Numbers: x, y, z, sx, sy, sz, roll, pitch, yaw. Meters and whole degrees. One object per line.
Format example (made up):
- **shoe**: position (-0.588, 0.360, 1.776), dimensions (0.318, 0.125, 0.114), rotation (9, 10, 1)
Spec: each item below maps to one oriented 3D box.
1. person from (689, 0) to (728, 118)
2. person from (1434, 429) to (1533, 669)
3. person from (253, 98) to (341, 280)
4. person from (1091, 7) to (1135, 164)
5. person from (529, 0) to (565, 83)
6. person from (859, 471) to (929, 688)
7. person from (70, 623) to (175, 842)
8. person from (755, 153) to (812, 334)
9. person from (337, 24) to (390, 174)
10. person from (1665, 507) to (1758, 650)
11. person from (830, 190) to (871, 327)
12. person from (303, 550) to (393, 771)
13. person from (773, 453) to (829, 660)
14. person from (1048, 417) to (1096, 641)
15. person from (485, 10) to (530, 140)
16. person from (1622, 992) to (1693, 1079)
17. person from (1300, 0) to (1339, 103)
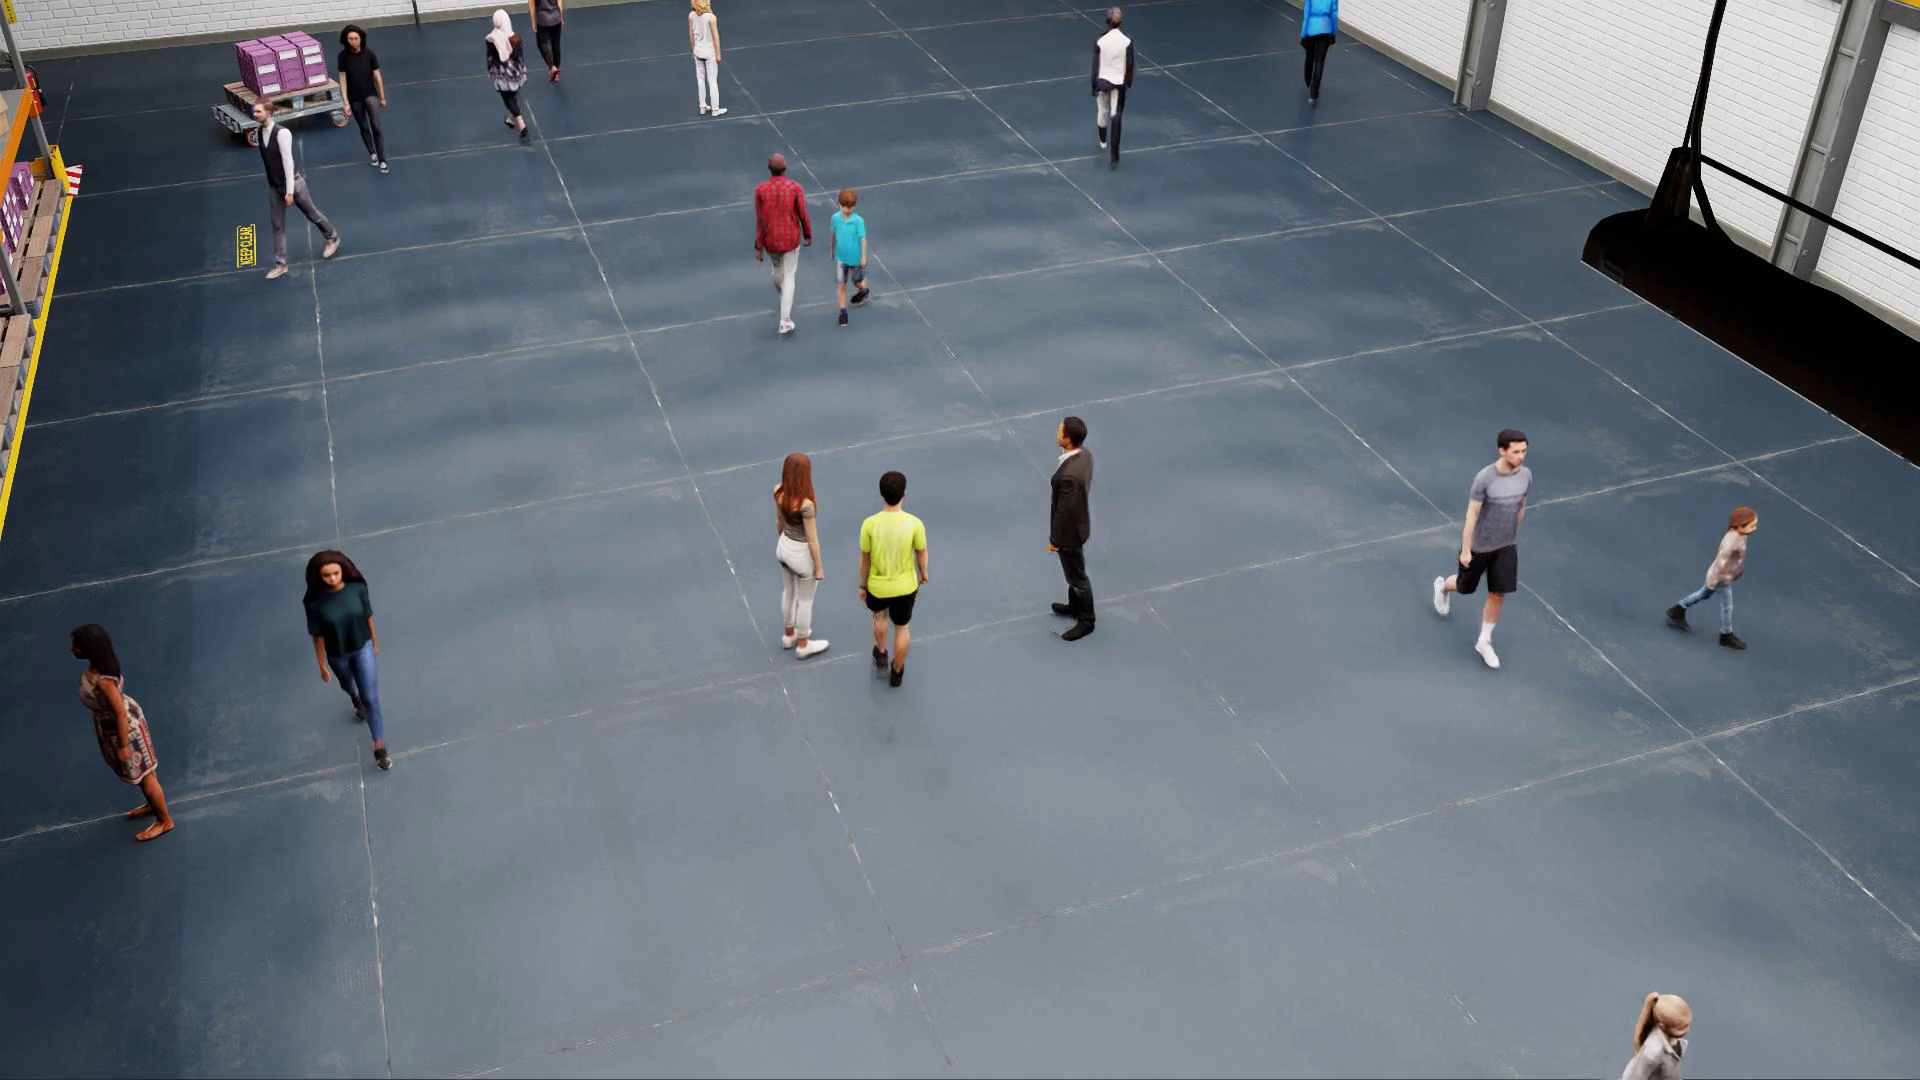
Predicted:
- **person**: position (-3.425, -6.543, 22.300), dimensions (0.674, 1.670, 0.738), rotation (16, 37, 22)
- **person**: position (3.873, -0.027, 12.344), dimensions (0.793, 1.841, 1.162), rotation (-6, 34, -9)
- **person**: position (-7.237, -3.880, 18.088), dimensions (1.217, 1.897, 1.299), rotation (14, 36, 20)
- **person**: position (1.909, -5.636, 20.771), dimensions (1.048, 1.853, 1.304), rotation (4, 34, 6)
- **person**: position (-5.752, -7.257, 23.304), dimensions (0.724, 1.749, 0.904), rotation (-17, 37, -24)
- **person**: position (-0.483, 0.336, 11.933), dimensions (0.767, 1.691, 0.809), rotation (-1, 34, -2)
- **person**: position (-5.371, 1.207, 10.664), dimensions (0.750, 1.645, 0.535), rotation (-19, 38, -26)
- **person**: position (-1.808, -2.979, 16.837), dimensions (1.051, 1.782, 1.305), rotation (3, 34, 5)
- **person**: position (-7.411, -5.532, 20.658), dimensions (0.698, 1.805, 0.999), rotation (-7, 34, -11)
- **person**: position (5.695, 0.243, 12.539), dimensions (0.918, 1.174, 0.769), rotation (23, 40, 30)
- **person**: position (-1.134, -2.960, 17.142), dimensions (0.829, 1.414, 0.991), rotation (7, 34, 11)
- **person**: position (-4.225, 0.730, 11.444), dimensions (0.680, 1.575, 1.134), rotation (-16, 37, -23)
- **person**: position (-1.207, 0.121, 12.233), dimensions (0.606, 1.716, 0.727), rotation (28, 43, 35)
- **person**: position (0.869, -0.092, 12.481), dimensions (0.875, 1.796, 0.770), rotation (4, 34, 5)
- **person**: position (-5.825, -5.996, 21.539), dimensions (0.842, 1.603, 1.168), rotation (-23, 40, -31)
- **person**: position (3.510, 2.789, 8.628), dimensions (0.768, 1.263, 0.673), rotation (24, 41, 32)
- **person**: position (4.890, -6.856, 22.702), dimensions (1.093, 1.746, 1.222), rotation (11, 35, 16)
